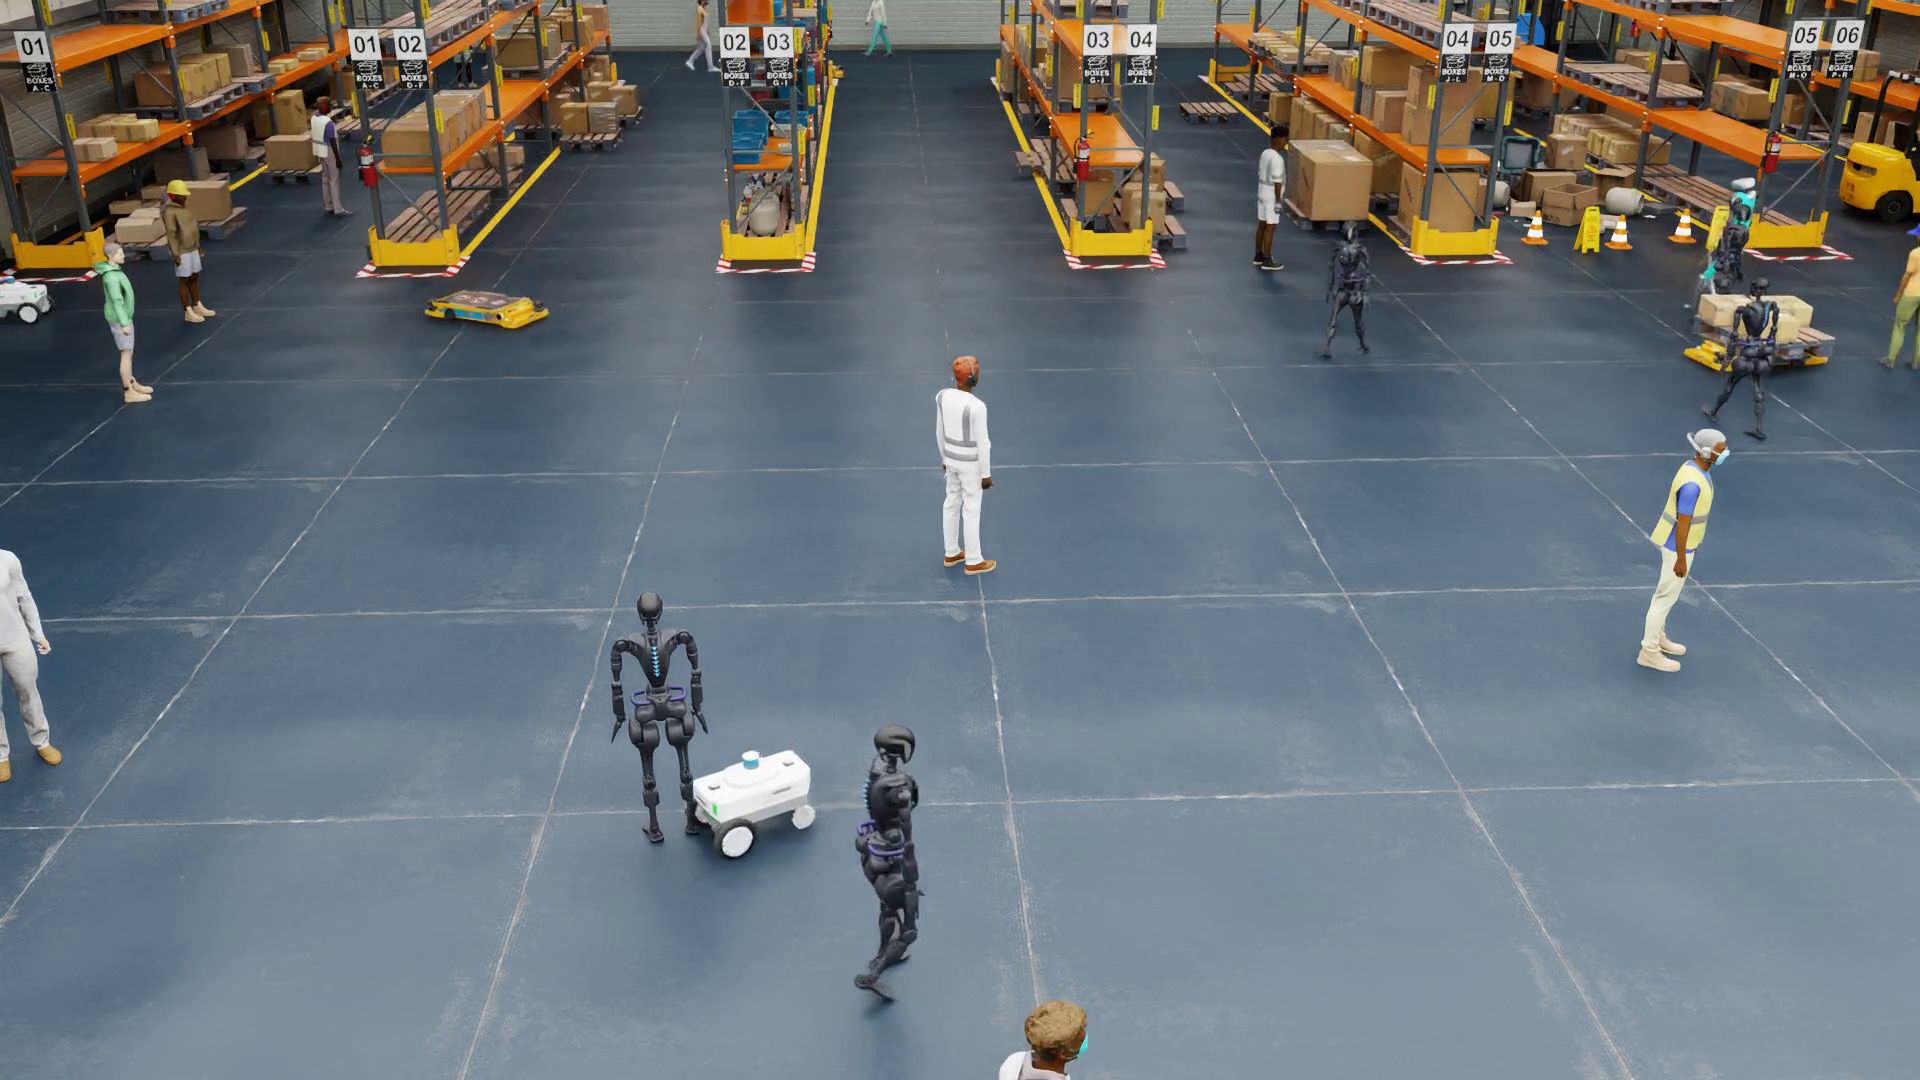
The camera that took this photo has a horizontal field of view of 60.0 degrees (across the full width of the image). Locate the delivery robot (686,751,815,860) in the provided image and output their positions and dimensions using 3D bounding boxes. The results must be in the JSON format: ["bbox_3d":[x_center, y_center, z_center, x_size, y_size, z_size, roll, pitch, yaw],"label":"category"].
[{"bbox_3d":[-1.329,1.630,10.482,0.803,0.614,0.499,-15,28,-30],"label":"delivery robot"}]

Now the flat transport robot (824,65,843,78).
[{"bbox_3d":[-3.482,-11.075,39.359,1.431,0.231,0.659,-1,24,-2],"label":"flat transport robot"}]

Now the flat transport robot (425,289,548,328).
[{"bbox_3d":[-5.998,-2.926,21.047,1.431,0.231,0.659,11,26,23],"label":"flat transport robot"}]

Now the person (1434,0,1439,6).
[{"bbox_3d":[11.879,-12.973,41.766,0.513,1.779,0.778,-12,27,-26],"label":"person"}]

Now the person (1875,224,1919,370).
[{"bbox_3d":[10.894,-2.780,18.952,0.486,1.703,0.398,-3,24,-7],"label":"person"}]

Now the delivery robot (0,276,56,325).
[{"bbox_3d":[-11.859,-3.017,20.893,0.790,0.589,0.499,-2,24,-4],"label":"delivery robot"}]

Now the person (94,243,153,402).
[{"bbox_3d":[-9.041,-2.352,17.961,0.323,1.734,0.472,-9,26,-19],"label":"person"}]

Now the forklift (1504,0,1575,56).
[{"bbox_3d":[14.700,-13.805,42.301,1.873,2.768,1.129,-1,24,-2],"label":"forklift"}]

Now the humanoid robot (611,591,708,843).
[{"bbox_3d":[-1.867,1.083,10.290,0.599,1.657,0.315,-6,25,-14],"label":"humanoid robot"}]

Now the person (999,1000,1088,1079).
[{"bbox_3d":[0.329,2.615,6.574,0.350,1.914,0.498,-15,28,-30],"label":"person"}]

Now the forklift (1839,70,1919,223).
[{"bbox_3d":[15.132,-6.143,25.915,2.313,2.155,1.214,-1,24,-2],"label":"forklift"}]

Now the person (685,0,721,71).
[{"bbox_3d":[-6.246,-12.194,39.965,0.804,1.829,0.512,-1,24,-2],"label":"person"}]

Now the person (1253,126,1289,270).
[{"bbox_3d":[4.320,-4.755,23.075,0.369,1.963,0.607,-5,24,-11],"label":"person"}]

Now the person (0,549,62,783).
[{"bbox_3d":[-6.344,0.677,10.953,0.587,1.893,0.367,-20,31,-37],"label":"person"}]

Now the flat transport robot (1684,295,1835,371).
[{"bbox_3d":[9.288,-2.186,19.383,1.431,0.231,0.659,-5,25,-12],"label":"flat transport robot"}]

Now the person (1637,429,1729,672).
[{"bbox_3d":[5.356,0.056,12.371,0.405,1.885,0.517,13,27,27],"label":"person"}]

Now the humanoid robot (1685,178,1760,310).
[{"bbox_3d":[9.564,-3.660,21.031,0.555,1.913,0.735,-18,30,-34],"label":"humanoid robot"}]

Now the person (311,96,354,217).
[{"bbox_3d":[-9.880,-5.987,25.990,0.568,1.840,0.373,21,31,38],"label":"person"}]

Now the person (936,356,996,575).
[{"bbox_3d":[0.049,-0.625,13.896,0.357,1.882,0.571,-21,31,-38],"label":"person"}]

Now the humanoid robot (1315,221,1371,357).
[{"bbox_3d":[4.538,-2.909,19.347,0.786,1.627,0.612,-20,31,-38],"label":"humanoid robot"}]

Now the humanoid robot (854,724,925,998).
[{"bbox_3d":[-0.422,1.717,8.886,0.419,1.641,0.601,-9,26,-20],"label":"humanoid robot"}]

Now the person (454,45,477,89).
[{"bbox_3d":[-11.262,-11.086,37.628,0.536,1.696,0.319,6,25,12],"label":"person"}]

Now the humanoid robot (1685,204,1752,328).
[{"bbox_3d":[9.266,-3.255,20.129,0.748,1.652,0.592,18,30,34],"label":"humanoid robot"}]

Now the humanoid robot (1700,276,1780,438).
[{"bbox_3d":[8.107,-1.914,17.079,0.585,1.623,0.779,-7,25,-15],"label":"humanoid robot"}]

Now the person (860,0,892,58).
[{"bbox_3d":[-2.114,-13.097,42.122,0.947,1.709,0.517,-10,26,-21],"label":"person"}]

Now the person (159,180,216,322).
[{"bbox_3d":[-9.683,-3.615,20.763,0.412,1.757,0.544,3,24,7],"label":"person"}]
